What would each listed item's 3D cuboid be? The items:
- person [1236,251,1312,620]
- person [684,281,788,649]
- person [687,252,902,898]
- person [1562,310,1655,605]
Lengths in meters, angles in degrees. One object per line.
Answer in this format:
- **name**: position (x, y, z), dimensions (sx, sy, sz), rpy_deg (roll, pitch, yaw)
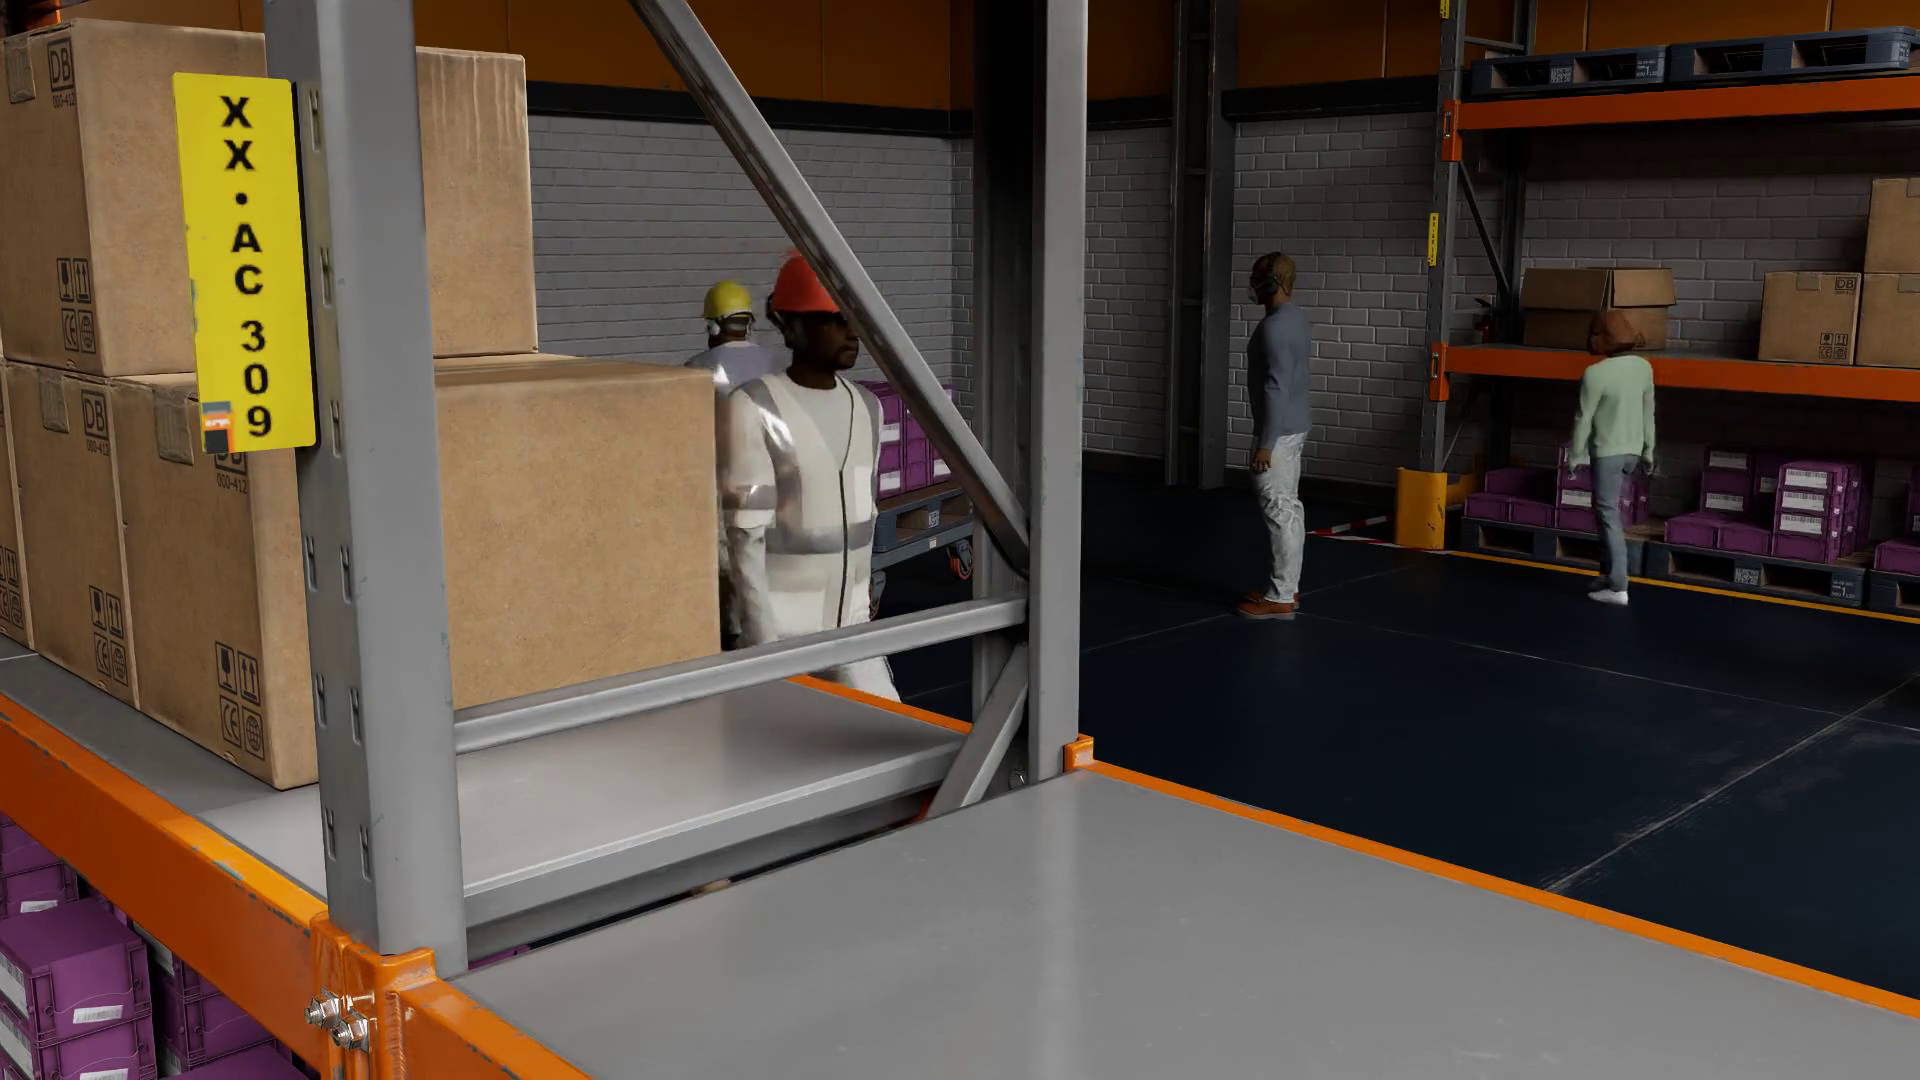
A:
- **person**: position (1.672, -0.547, 8.802), dimensions (0.362, 1.938, 0.631), rpy_deg (4, 11, 21)
- **person**: position (-1.043, -0.320, 7.906), dimensions (0.598, 1.809, 0.664), rpy_deg (-10, 14, -43)
- **person**: position (-0.471, 0.178, 4.695), dimensions (1.026, 2.008, 0.600), rpy_deg (10, 14, 43)
- **person**: position (3.558, -0.459, 9.184), dimensions (0.516, 1.609, 0.517), rpy_deg (-6, 12, -28)
